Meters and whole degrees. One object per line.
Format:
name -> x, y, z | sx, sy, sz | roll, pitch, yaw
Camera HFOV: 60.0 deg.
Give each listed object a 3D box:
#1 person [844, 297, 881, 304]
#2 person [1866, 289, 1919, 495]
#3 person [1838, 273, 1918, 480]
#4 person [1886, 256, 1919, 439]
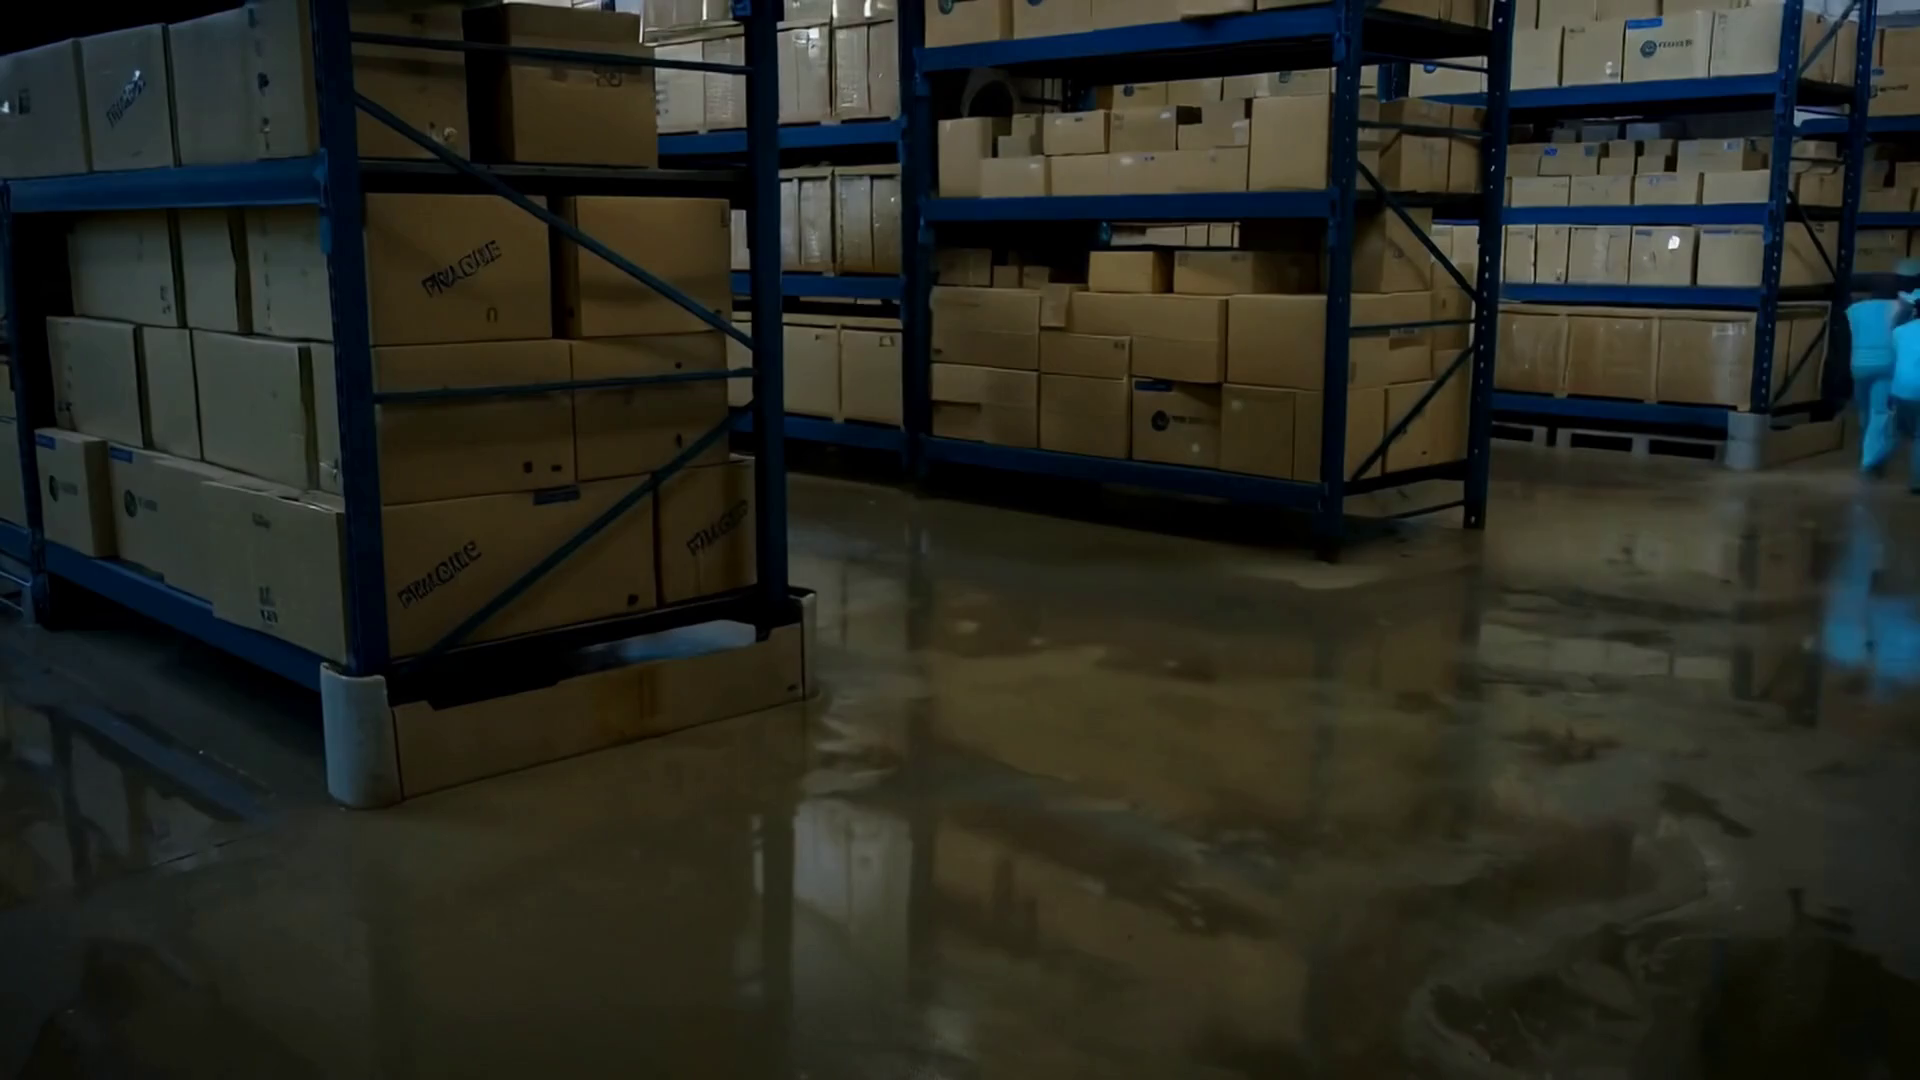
person -> -1.250, -2.616, 20.987 | 0.591, 1.829, 0.404 | 10, 14, 43
person -> 7.824, -1.222, 13.675 | 0.534, 1.720, 0.592 | -2, 11, -12
person -> 8.167, -1.452, 14.713 | 0.947, 1.789, 0.650 | -9, 14, -41
person -> 9.847, -2.018, 17.471 | 0.556, 1.920, 0.735 | 0, 10, -2
